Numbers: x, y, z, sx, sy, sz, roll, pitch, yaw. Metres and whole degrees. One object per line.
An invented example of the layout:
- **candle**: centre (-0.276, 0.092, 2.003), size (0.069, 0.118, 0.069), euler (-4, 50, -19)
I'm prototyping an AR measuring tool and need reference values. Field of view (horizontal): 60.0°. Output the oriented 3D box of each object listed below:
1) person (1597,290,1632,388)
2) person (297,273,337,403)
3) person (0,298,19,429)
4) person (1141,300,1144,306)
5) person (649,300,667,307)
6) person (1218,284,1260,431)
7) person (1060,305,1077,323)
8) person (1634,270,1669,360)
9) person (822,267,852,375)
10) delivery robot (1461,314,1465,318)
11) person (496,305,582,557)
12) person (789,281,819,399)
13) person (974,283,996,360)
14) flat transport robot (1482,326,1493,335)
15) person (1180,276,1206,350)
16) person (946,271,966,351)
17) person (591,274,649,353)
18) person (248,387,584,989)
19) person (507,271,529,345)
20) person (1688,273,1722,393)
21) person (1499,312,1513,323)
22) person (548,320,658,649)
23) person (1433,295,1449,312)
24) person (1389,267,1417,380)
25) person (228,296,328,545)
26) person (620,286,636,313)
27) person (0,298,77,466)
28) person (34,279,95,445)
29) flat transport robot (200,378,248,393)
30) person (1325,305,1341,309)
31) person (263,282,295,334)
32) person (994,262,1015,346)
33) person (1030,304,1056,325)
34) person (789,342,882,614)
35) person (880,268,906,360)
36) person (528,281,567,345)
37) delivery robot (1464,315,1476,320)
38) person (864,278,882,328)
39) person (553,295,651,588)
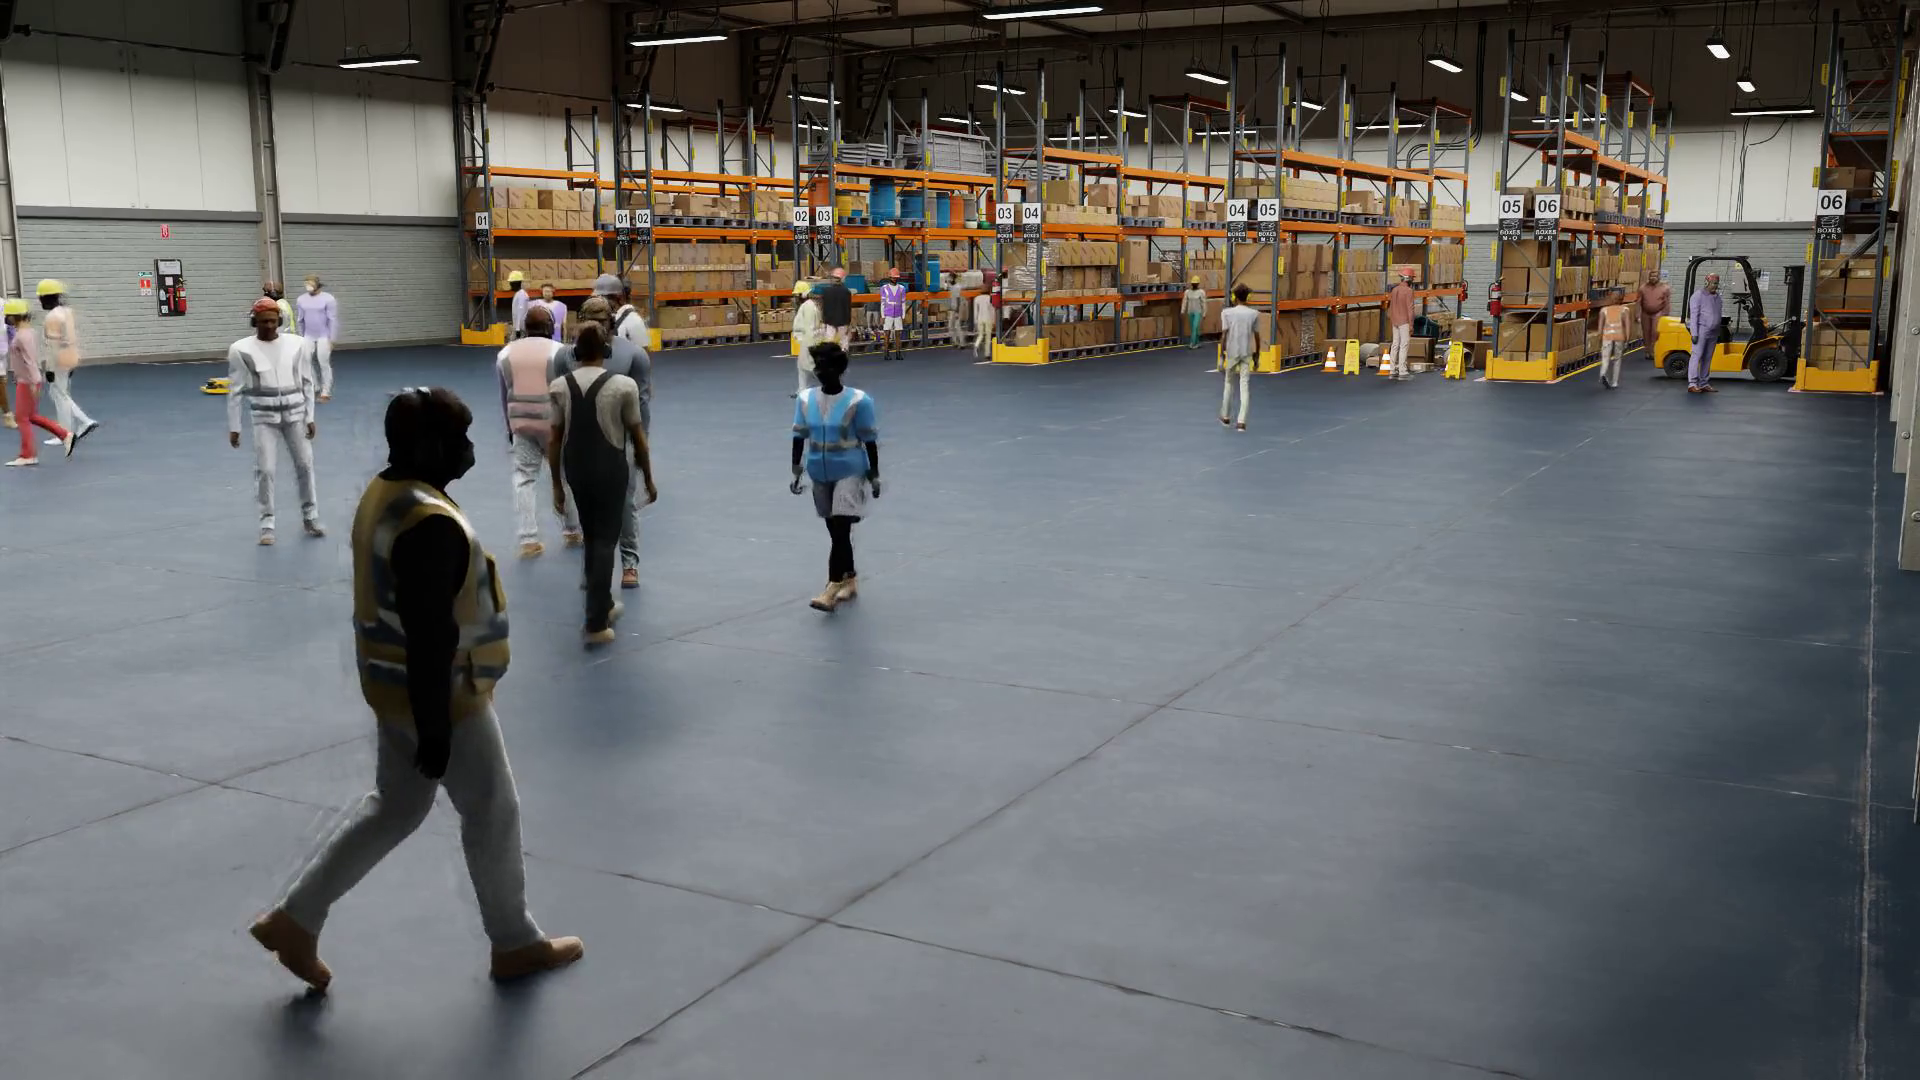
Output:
- **person**: centre (10.763, -3.297, 27.381), size (0.524, 1.615, 0.650), euler (4, 11, 23)
- **person**: centre (-9.513, -2.971, 24.599), size (0.629, 1.925, 0.446), euler (1, 10, 6)
- **person**: centre (-12.305, -2.393, 21.025), size (0.905, 1.993, 0.637), euler (3, 10, 15)
- **person**: centre (5.572, -7.305, 50.565), size (0.327, 1.719, 0.655), euler (-1, 10, -7)
- **person**: centre (-7.482, -5.645, 41.092), size (0.521, 1.619, 0.453), euler (5, 11, 28)
- **person**: centre (3.512, -2.306, 20.974), size (0.562, 1.817, 0.963), euler (0, 10, -1)
- **person**: centre (2.884, -6.281, 44.109), size (0.514, 1.872, 0.332), euler (7, 12, 35)
- **person**: centre (14.454, -4.696, 34.819), size (0.665, 1.865, 0.912), euler (5, 11, 28)
- **person**: centre (-2.261, -3.952, 30.183), size (0.608, 1.976, 0.808), euler (4, 10, 21)
- **delivery robot**: centre (13.951, -6.016, 46.131), size (0.477, 0.478, 0.707), euler (-2, 10, -10)
- **person**: centre (-3.044, -0.814, 12.266), size (0.652, 1.806, 0.863), euler (2, 10, 10)
- **person**: centre (-2.267, -3.032, 25.284), size (0.624, 1.806, 0.592), euler (-1, 10, -6)
- **person**: centre (0.516, -4.592, 34.980), size (0.499, 1.620, 0.418), euler (5, 11, 26)
- **flat transport robot**: centre (14.756, -5.754, 45.703), size (0.652, 0.197, 1.431), euler (4, 10, 22)
- **person**: centre (5.487, -5.308, 38.884), size (0.528, 1.711, 0.944), euler (6, 11, 32)
- **person**: centre (-0.080, -5.262, 38.258), size (0.552, 1.830, 0.535), euler (-5, 11, -29)
- **person**: centre (-3.360, -1.510, 15.680), size (0.704, 2.000, 0.911), euler (6, 11, 31)
- **person**: centre (-1.625, 0.455, 4.875), size (0.883, 1.813, 0.633), euler (-6, 11, -30)
- **person**: centre (-7.778, -3.753, 29.170), size (0.498, 1.912, 0.611), euler (-4, 10, -21)
- **person**: centre (11.918, -3.295, 26.538), size (0.639, 1.904, 0.407), euler (-5, 11, -28)
- **person**: centre (13.900, -6.006, 42.381), size (0.544, 1.919, 0.577), euler (5, 11, 27)
- **person**: centre (-2.012, -0.337, 9.485), size (0.525, 1.808, 0.870), euler (2, 10, 11)
- **person**: centre (13.597, -6.737, 46.811), size (0.608, 1.866, 0.948), euler (-9, 13, -41)
- **person**: centre (7.833, -3.819, 29.352), size (0.398, 1.986, 0.622), euler (-3, 10, -19)
- **person**: centre (-5.209, -0.914, 12.681), size (0.710, 1.872, 0.508), euler (-6, 11, -32)
- **person**: centre (-5.449, -3.289, 27.099), size (0.541, 1.695, 0.315), euler (7, 12, 35)
- **person**: centre (-9.671, -1.652, 17.369), size (0.614, 1.746, 0.529), euler (-5, 11, -28)
- **person**: centre (-10.368, -2.043, 19.156), size (0.435, 1.914, 0.618), euler (-2, 10, -13)
- **flat transport robot**: centre (-11.353, -2.501, 26.647), size (1.431, 0.197, 0.652), euler (-7, 12, -33)
- **person**: centre (9.336, -5.683, 41.321), size (0.513, 1.630, 0.318), euler (2, 10, 13)
- **person**: centre (-9.176, -2.553, 22.398), size (0.428, 1.836, 0.627), euler (-3, 10, -16)
- **person**: centre (1.086, -5.679, 40.106), size (0.625, 2.032, 0.552), euler (6, 11, 32)
- **person**: centre (1.874, -5.206, 37.662), size (0.623, 1.932, 0.370), euler (0, 10, 3)
- **person**: centre (-0.795, -0.385, 10.211), size (0.541, 1.646, 0.837), euler (4, 11, 24)
- **person**: centre (-1.391, -4.716, 34.796), size (0.540, 1.930, 0.384), euler (-2, 10, -14)
- **person**: centre (-6.145, -2.963, 24.855), size (0.569, 1.820, 0.834), euler (-2, 10, -9)
- **delivery robot**: centre (13.857, -5.916, 45.547), size (0.707, 0.478, 0.477), euler (-2, 10, -11)
- **person**: centre (-2.117, -5.564, 40.606), size (0.500, 1.633, 0.282), euler (3, 10, 19)
- **person**: centre (-2.328, -0.633, 10.890), size (0.623, 1.928, 0.375), euler (0, 10, -2)
